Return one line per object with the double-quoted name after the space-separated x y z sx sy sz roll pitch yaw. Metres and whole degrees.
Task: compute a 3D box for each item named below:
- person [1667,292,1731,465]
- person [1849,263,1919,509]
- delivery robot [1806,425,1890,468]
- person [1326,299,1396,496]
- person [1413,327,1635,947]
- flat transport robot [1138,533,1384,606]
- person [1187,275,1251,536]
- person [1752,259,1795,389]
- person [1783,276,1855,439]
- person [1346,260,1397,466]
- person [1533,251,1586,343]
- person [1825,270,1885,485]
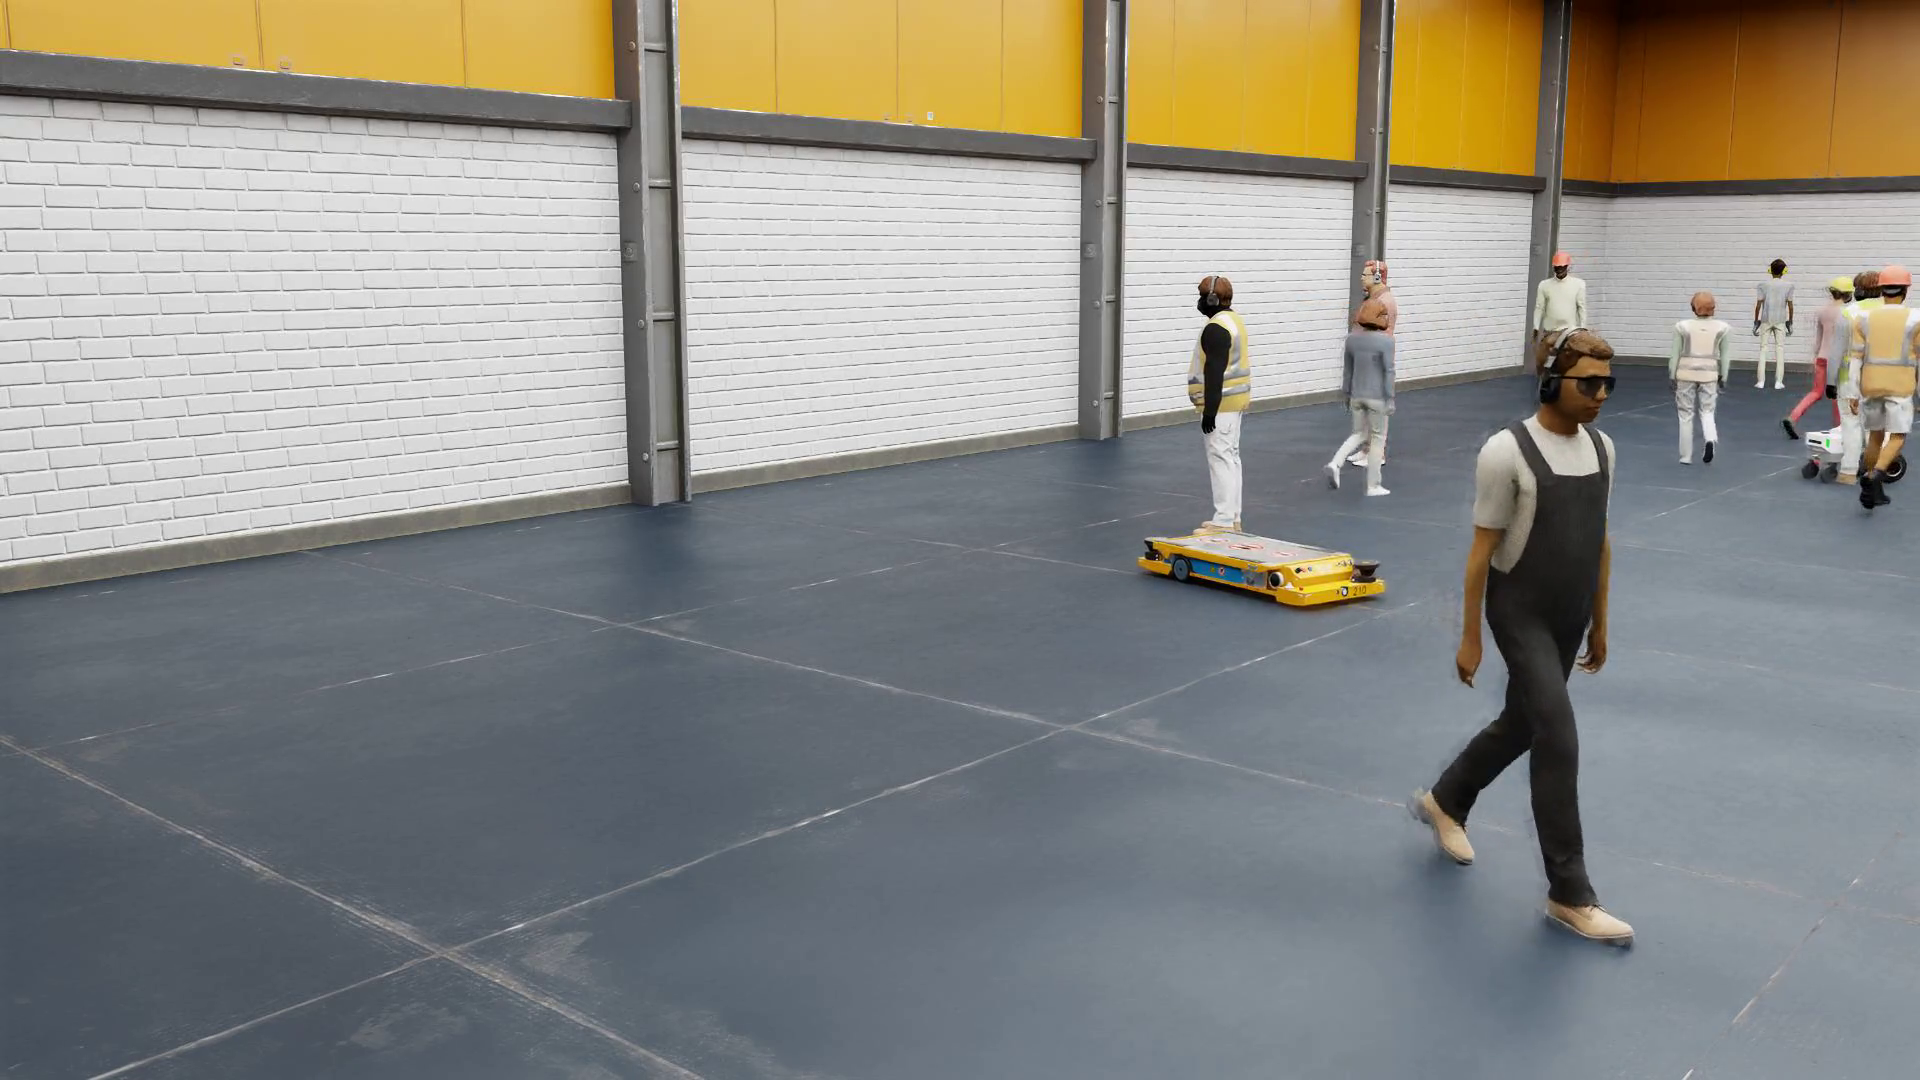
6.840 -1.483 15.411 0.519 1.624 0.479 2 10 13 "person"
7.139 -1.175 12.843 0.808 1.918 0.548 -9 14 -42 "person"
7.765 -0.832 14.480 0.707 0.478 0.477 -1 10 -6 "delivery robot"
3.281 -1.145 13.523 0.517 1.620 0.503 -7 12 -34 "person"
1.744 0.238 5.135 0.514 1.806 0.935 -6 11 -29 "person"
1.779 0.147 9.978 0.652 0.197 1.431 -7 12 -33 "flat transport robot"
1.808 -0.924 11.655 0.432 1.836 0.632 4 11 20 "person"
11.741 -3.114 24.015 0.534 1.863 0.309 5 11 25 "person"
9.111 -1.898 17.449 0.779 1.742 0.527 -2 10 -13 "person"
3.832 -1.643 15.518 0.409 1.909 0.643 1 10 3 "person"
7.833 -2.779 21.782 0.662 1.971 0.573 5 11 25 "person"
7.701 -1.374 14.198 0.652 1.831 0.434 -1 10 -7 "person"
